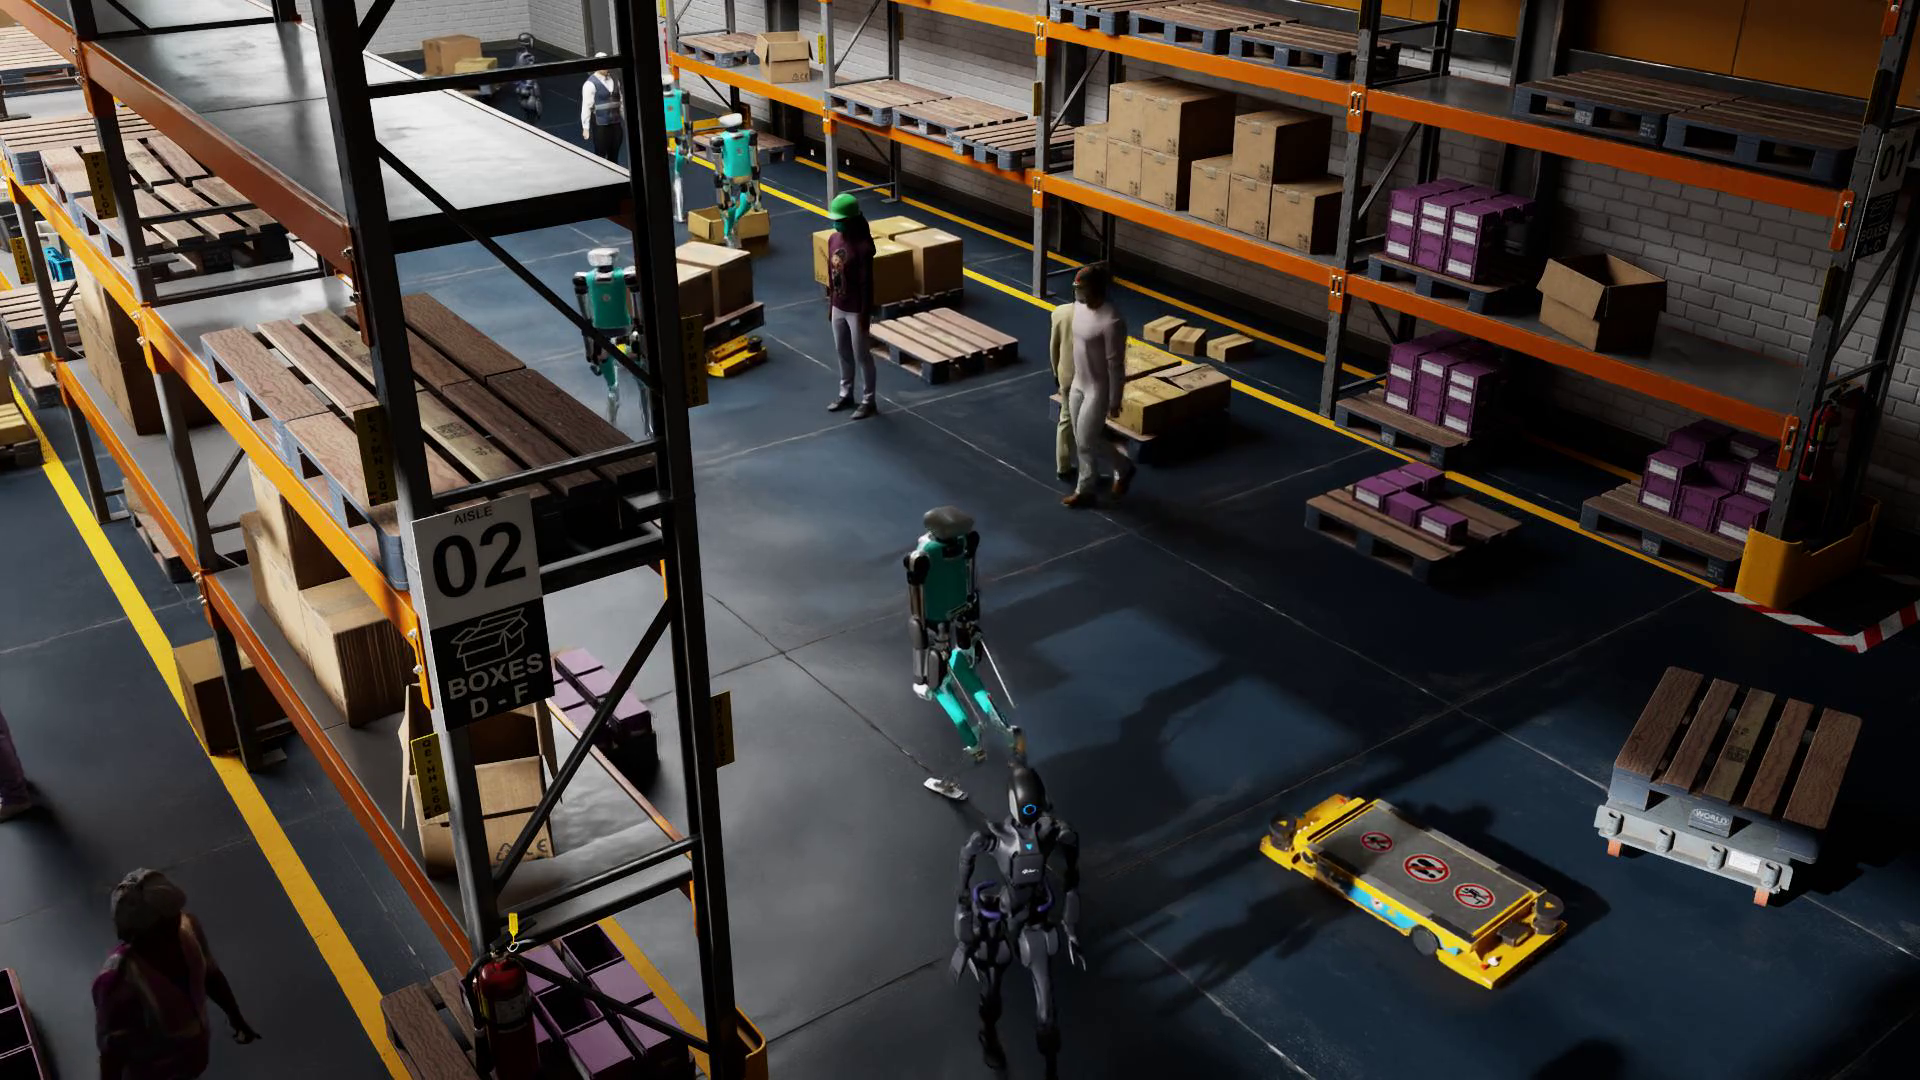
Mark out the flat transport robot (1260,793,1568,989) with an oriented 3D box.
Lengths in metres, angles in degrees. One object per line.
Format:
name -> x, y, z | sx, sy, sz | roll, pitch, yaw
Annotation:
flat transport robot -> 2.305, 1.737, 8.533 | 0.659, 0.231, 1.431 | -21, 33, -35

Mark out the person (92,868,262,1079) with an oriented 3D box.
person -> -2.955, 1.977, 6.374 | 1.039, 1.781, 0.571 | 4, 27, 8

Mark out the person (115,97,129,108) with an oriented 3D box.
person -> -10.683, -5.502, 21.013 | 0.608, 1.995, 0.375 | 5, 27, 9

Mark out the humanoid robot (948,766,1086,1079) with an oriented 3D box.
humanoid robot -> 0.250, 1.697, 7.073 | 0.599, 1.628, 0.719 | -7, 27, -13

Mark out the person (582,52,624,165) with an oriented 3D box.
person -> -4.359, -5.115, 20.503 | 0.450, 1.757, 0.752 | 19, 33, 33

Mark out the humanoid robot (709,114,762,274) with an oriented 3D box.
humanoid robot -> -2.432, -3.612, 17.566 | 0.554, 1.828, 0.686 | -17, 31, -31

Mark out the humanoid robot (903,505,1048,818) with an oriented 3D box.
humanoid robot -> 0.149, 0.744, 8.928 | 0.881, 1.825, 0.558 | 19, 33, 33

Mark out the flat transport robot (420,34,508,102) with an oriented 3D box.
flat transport robot -> -7.664, -6.836, 25.585 | 0.659, 0.231, 1.431 | 1, 27, 2

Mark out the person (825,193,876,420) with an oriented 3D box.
person -> -0.918, -1.982, 14.071 | 0.483, 1.946, 0.429 | 23, 35, 38

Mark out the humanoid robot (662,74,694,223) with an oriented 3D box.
humanoid robot -> -3.454, -4.566, 19.539 | 0.553, 1.880, 0.799 | -12, 29, -23

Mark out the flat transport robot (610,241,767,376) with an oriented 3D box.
flat transport robot -> -2.584, -1.842, 15.651 | 1.431, 0.231, 0.659 | 15, 31, 28

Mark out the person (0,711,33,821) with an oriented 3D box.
person -> -5.444, 0.634, 8.928 | 0.402, 1.895, 0.660 | -15, 30, -28

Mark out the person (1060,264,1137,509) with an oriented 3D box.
person -> 1.030, -1.138, 12.409 | 0.508, 1.922, 0.623 | -11, 29, -21

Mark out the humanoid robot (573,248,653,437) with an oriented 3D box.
humanoid robot -> -2.754, -1.553, 13.531 | 0.539, 1.852, 0.797 | -1, 27, -2

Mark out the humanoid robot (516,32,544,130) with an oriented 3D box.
humanoid robot -> -5.802, -5.911, 22.183 | 0.527, 1.631, 0.612 | -16, 31, -28

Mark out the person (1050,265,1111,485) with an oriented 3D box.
person -> 0.965, -1.267, 12.855 | 0.572, 1.746, 0.344 | 20, 33, 34
